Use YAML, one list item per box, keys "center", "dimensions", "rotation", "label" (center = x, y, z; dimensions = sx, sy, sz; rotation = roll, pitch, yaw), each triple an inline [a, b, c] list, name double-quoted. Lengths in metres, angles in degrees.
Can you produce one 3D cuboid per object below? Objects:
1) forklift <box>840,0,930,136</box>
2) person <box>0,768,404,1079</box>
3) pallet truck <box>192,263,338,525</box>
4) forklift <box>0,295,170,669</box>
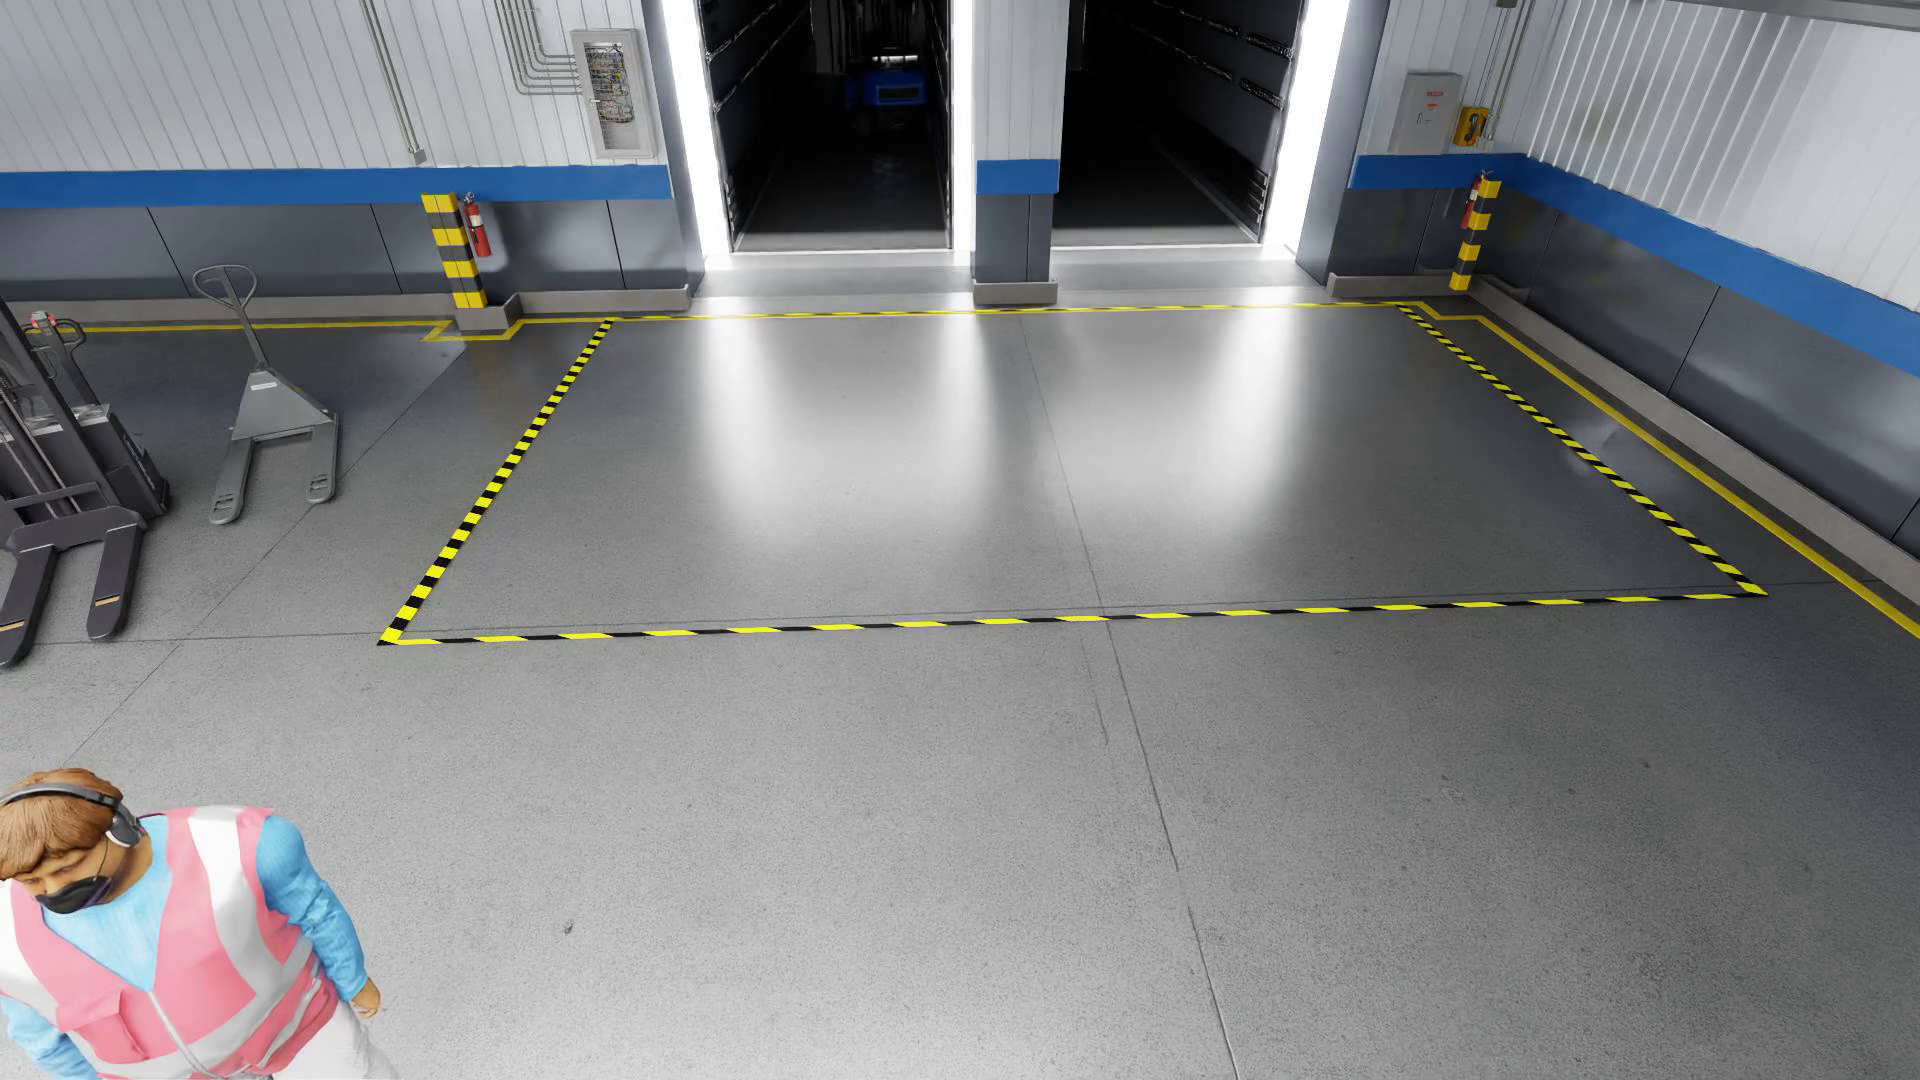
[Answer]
- center: [-1.306, -8.104, 15.322]
  dimensions: [1.157, 2.036, 2.680]
  rotation: [-9, 36, -13]
  label: "forklift"
- center: [-1.839, 1.252, 2.326]
  dimensions: [0.631, 1.843, 0.429]
  rotation: [-20, 40, -27]
  label: "person"
- center: [-4.778, -1.027, 6.128]
  dimensions: [0.680, 1.201, 1.601]
  rotation: [-17, 38, -23]
  label: "pallet truck"
- center: [-5.212, -0.618, 4.878]
  dimensions: [0.823, 1.965, 1.885]
  rotation: [-20, 39, -26]
  label: "forklift"
